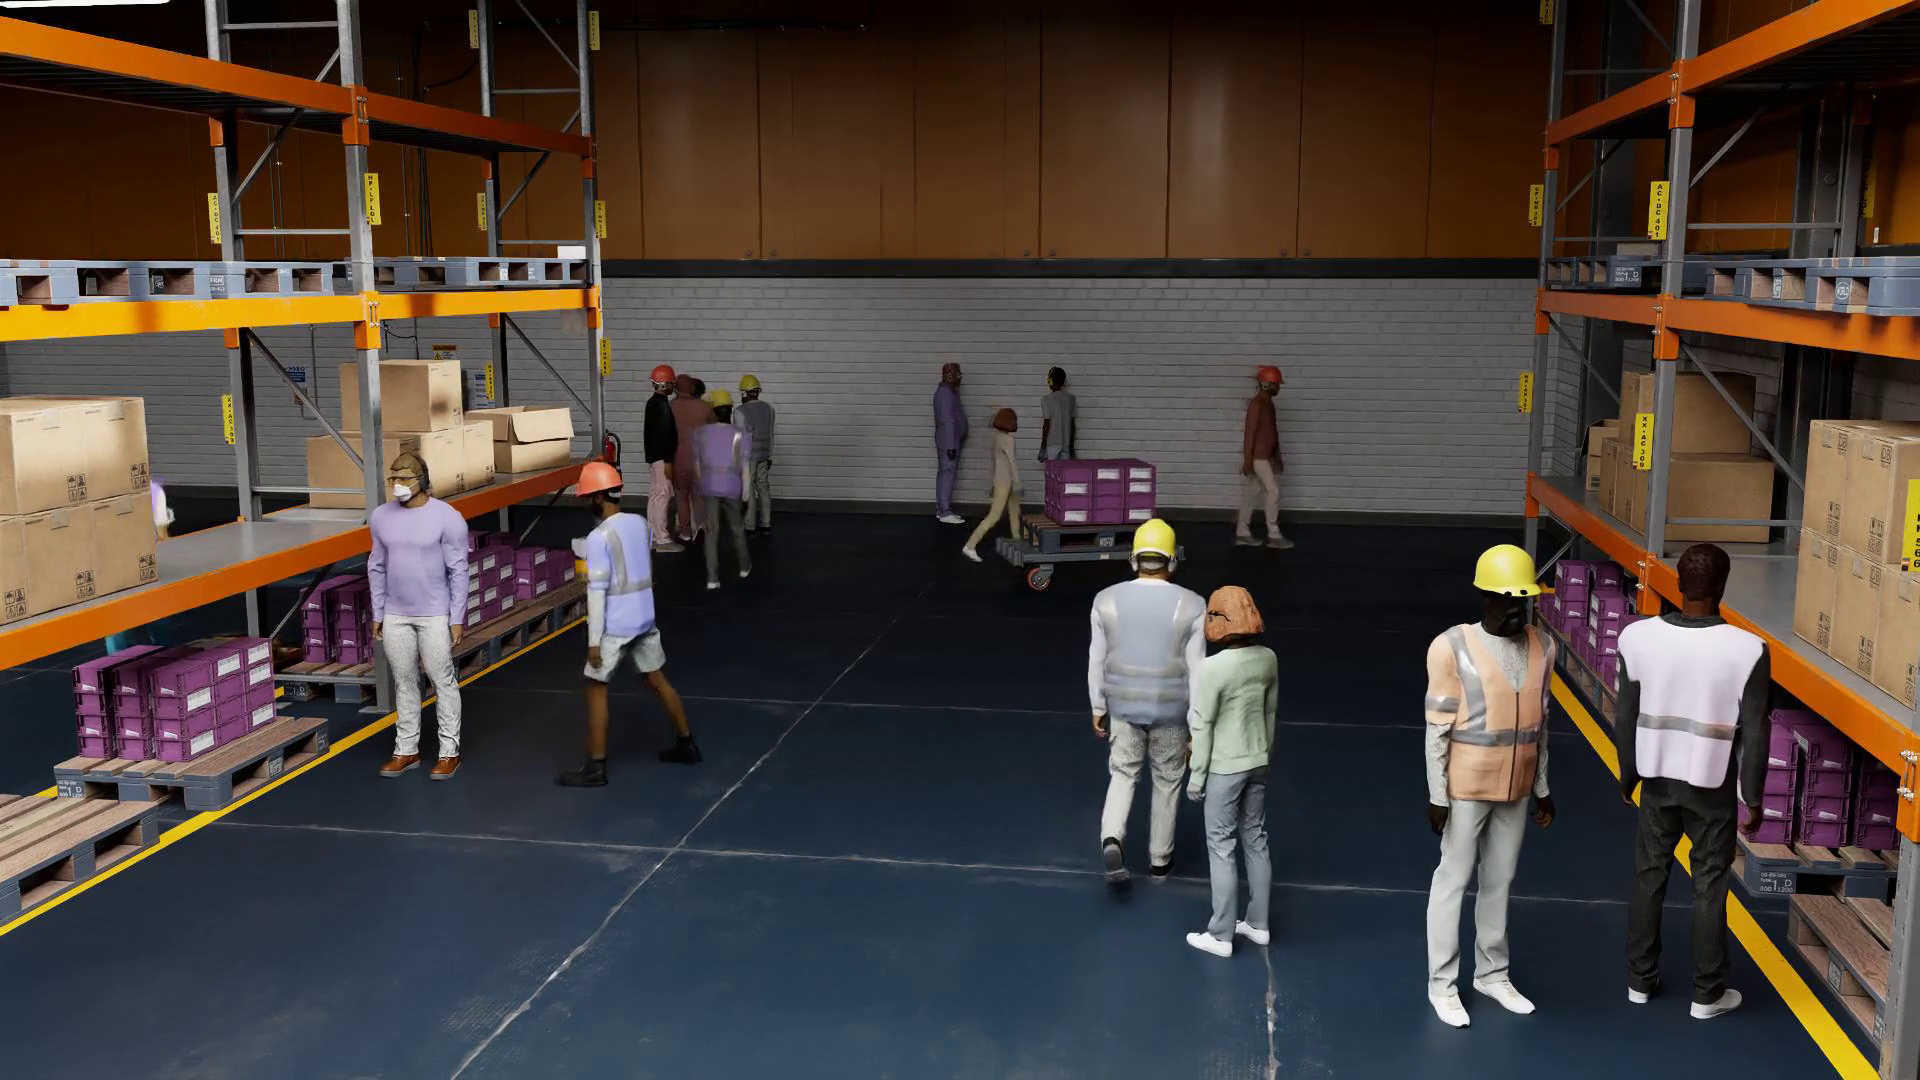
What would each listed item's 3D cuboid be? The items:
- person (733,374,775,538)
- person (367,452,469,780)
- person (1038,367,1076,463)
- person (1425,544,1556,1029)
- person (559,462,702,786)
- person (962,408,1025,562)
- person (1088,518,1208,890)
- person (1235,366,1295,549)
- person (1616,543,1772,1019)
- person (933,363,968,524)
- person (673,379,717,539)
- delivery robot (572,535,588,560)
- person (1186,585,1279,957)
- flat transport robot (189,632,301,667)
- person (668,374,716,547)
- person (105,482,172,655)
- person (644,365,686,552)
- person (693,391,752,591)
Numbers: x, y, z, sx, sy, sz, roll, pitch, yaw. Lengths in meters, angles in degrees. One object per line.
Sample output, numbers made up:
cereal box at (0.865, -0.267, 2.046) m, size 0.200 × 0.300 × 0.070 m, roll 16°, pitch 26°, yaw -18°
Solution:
person at (-2.344, -0.944, 18.707) m, size 0.404 × 1.830 × 0.602 m, roll 7°, pitch 11°, yaw 36°
person at (-3.191, 0.447, 9.805) m, size 0.630 × 1.940 × 0.372 m, roll 2°, pitch 9°, yaw 12°
person at (1.136, -1.100, 19.558) m, size 0.514 × 1.871 × 0.327 m, roll -6°, pitch 11°, yaw -35°
person at (2.121, 0.966, 6.634) m, size 0.585 × 1.929 × 0.370 m, roll -3°, pitch 10°, yaw -20°
person at (-1.982, 0.487, 9.779) m, size 0.554 × 1.884 × 0.770 m, roll 5°, pitch 10°, yaw 26°
person at (0.399, -0.568, 17.154) m, size 0.849 × 1.594 × 0.504 m, roll -2°, pitch 9°, yaw -12°
person at (0.887, 0.812, 7.975) m, size 0.593 × 1.812 × 0.650 m, roll 3°, pitch 10°, yaw 19°
person at (3.349, -0.882, 17.890) m, size 0.835 × 1.960 × 0.644 m, roll 4°, pitch 10°, yaw 24°
person at (2.925, 0.965, 6.688) m, size 0.591 × 1.916 × 0.393 m, roll 8°, pitch 12°, yaw 40°
person at (-0.109, -1.152, 19.769) m, size 0.403 × 1.906 × 0.651 m, roll -1°, pitch 9°, yaw -6°
person at (-3.081, -0.921, 18.739) m, size 0.602 × 1.779 × 0.859 m, roll -5°, pitch 10°, yaw -27°
delivery robot at (-3.379, 0.105, 15.881) m, size 0.707 × 0.478 × 0.477 m, roll 7°, pitch 12°, yaw 38°
person at (1.204, 1.008, 7.315) m, size 0.494 × 1.624 × 0.286 m, roll -8°, pitch 12°, yaw -40°
flat transport robot at (-5.463, 0.914, 12.052) m, size 0.652 × 0.197 × 1.431 m, roll 1°, pitch 9°, yaw 8°
person at (-2.960, -0.872, 18.137) m, size 0.662 × 1.877 × 0.820 m, roll -2°, pitch 9°, yaw -12°
person at (-5.876, 0.189, 11.795) m, size 0.574 × 1.815 × 0.869 m, roll -1°, pitch 9°, yaw -9°
person at (-3.167, -0.870, 17.754) m, size 0.395 × 1.994 × 0.613 m, roll -4°, pitch 10°, yaw -23°
person at (-2.244, -0.483, 15.809) m, size 0.577 × 1.858 × 0.983 m, roll 0°, pitch 9°, yaw 2°
